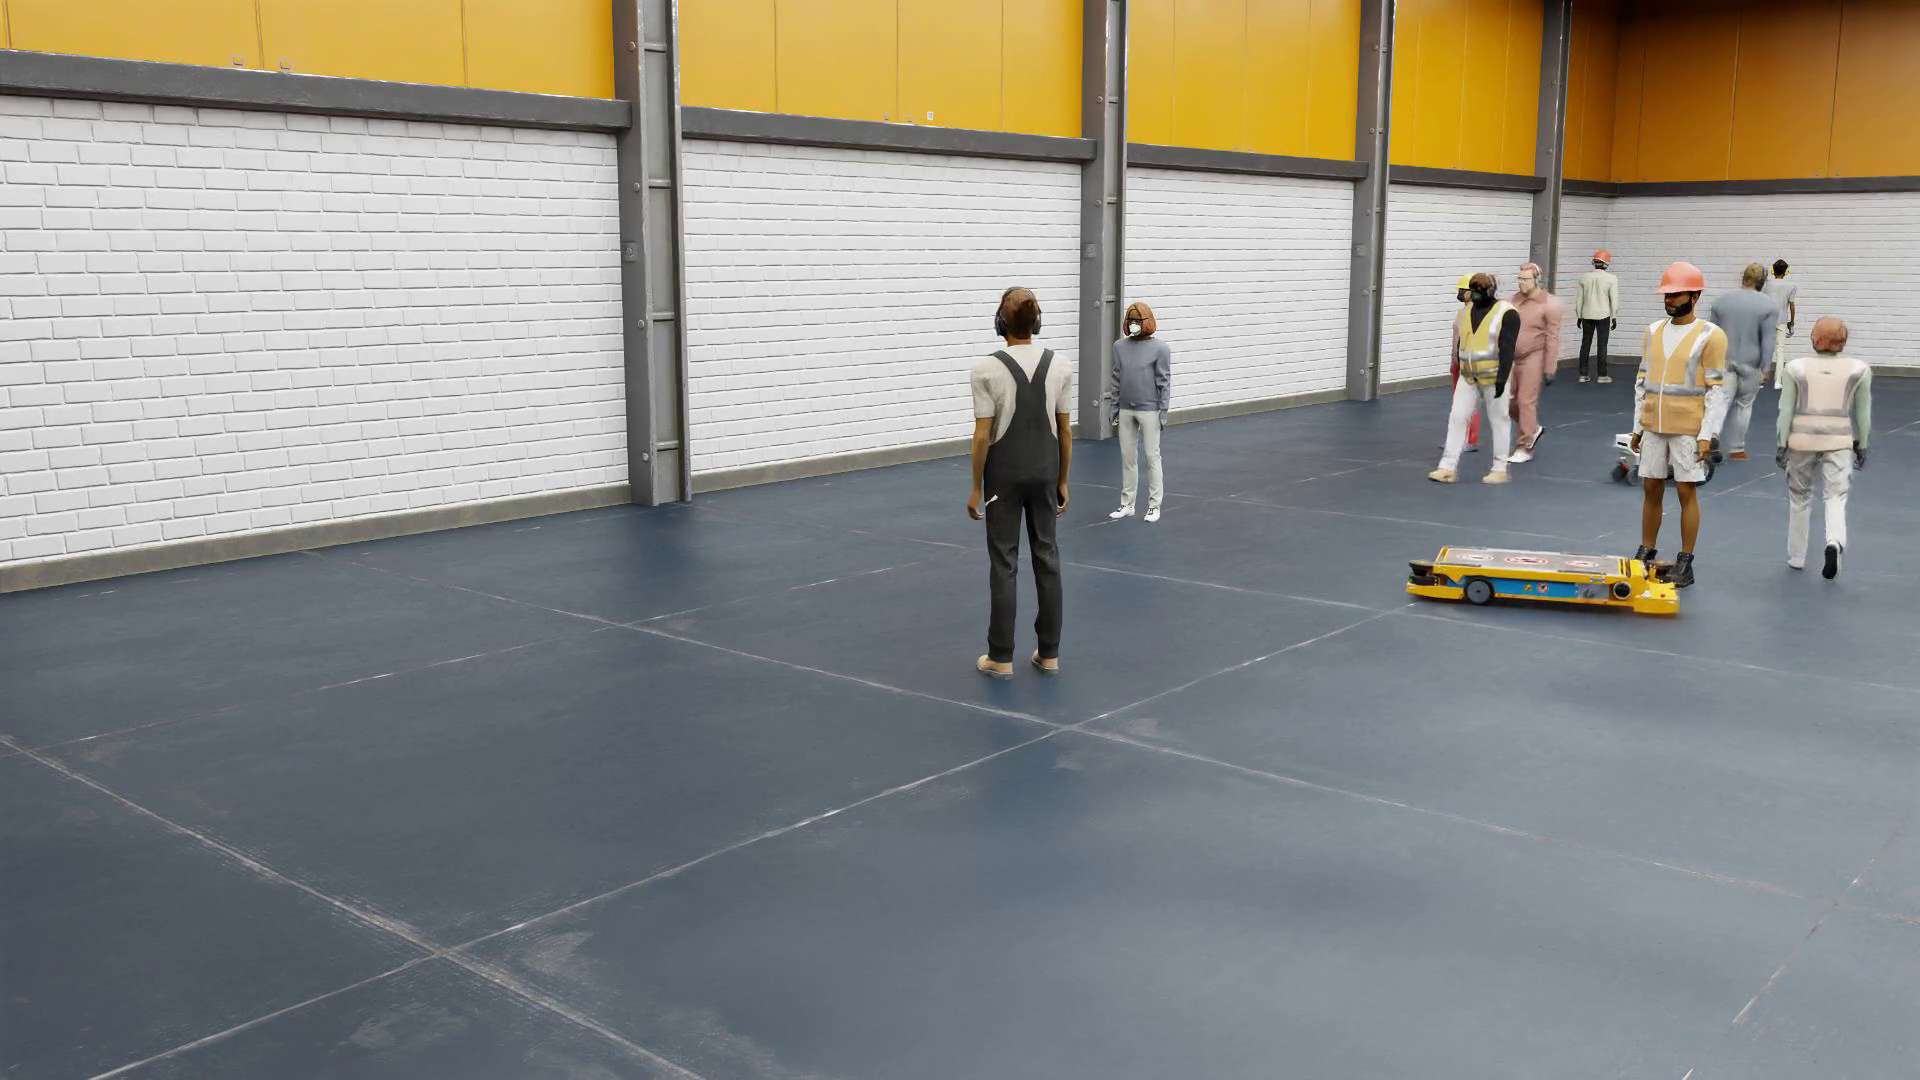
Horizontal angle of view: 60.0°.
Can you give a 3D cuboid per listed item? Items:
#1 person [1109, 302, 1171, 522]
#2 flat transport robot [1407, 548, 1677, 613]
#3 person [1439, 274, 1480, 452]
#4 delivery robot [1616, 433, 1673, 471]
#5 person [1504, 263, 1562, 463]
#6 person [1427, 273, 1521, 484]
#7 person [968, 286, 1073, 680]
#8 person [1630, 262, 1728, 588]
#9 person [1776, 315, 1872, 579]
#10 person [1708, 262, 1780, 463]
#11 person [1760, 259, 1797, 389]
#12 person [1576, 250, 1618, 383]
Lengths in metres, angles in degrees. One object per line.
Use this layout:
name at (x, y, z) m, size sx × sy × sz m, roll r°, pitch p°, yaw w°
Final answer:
person at (1.335, -0.950, 12.377) m, size 0.499 × 1.628 × 0.278 m, roll 8°, pitch 13°, yaw 39°
flat transport robot at (3.350, 0.214, 9.596) m, size 1.431 × 0.197 × 0.652 m, roll 4°, pitch 11°, yaw 20°
person at (5.026, -1.755, 16.549) m, size 0.303 × 1.772 × 0.525 m, roll -1°, pitch 10°, yaw -8°
delivery robot at (6.025, -0.800, 14.297) m, size 0.707 × 0.478 × 0.477 m, roll -1°, pitch 10°, yaw -5°
person at (5.390, -1.678, 15.762) m, size 0.542 × 1.886 × 0.648 m, roll -6°, pitch 12°, yaw -30°
person at (4.405, -1.355, 14.175) m, size 0.859 × 1.808 × 0.649 m, roll -7°, pitch 12°, yaw -36°
person at (0.279, -0.261, 7.826) m, size 0.505 × 1.846 × 0.346 m, roll -3°, pitch 11°, yaw -18°
person at (4.267, -0.683, 9.964) m, size 0.357 × 1.938 × 0.542 m, roll -7°, pitch 12°, yaw -34°
person at (5.301, -0.566, 10.226) m, size 0.525 × 1.618 × 0.704 m, roll 4°, pitch 11°, yaw 22°
person at (7.278, -1.646, 15.593) m, size 0.639 × 1.905 × 0.830 m, roll 10°, pitch 14°, yaw 44°
person at (11.772, -3.110, 24.017) m, size 0.511 × 1.862 × 0.323 m, roll 6°, pitch 11°, yaw 29°
person at (9.629, -3.375, 25.125) m, size 0.621 × 1.992 × 0.397 m, roll 9°, pitch 13°, yaw 42°
